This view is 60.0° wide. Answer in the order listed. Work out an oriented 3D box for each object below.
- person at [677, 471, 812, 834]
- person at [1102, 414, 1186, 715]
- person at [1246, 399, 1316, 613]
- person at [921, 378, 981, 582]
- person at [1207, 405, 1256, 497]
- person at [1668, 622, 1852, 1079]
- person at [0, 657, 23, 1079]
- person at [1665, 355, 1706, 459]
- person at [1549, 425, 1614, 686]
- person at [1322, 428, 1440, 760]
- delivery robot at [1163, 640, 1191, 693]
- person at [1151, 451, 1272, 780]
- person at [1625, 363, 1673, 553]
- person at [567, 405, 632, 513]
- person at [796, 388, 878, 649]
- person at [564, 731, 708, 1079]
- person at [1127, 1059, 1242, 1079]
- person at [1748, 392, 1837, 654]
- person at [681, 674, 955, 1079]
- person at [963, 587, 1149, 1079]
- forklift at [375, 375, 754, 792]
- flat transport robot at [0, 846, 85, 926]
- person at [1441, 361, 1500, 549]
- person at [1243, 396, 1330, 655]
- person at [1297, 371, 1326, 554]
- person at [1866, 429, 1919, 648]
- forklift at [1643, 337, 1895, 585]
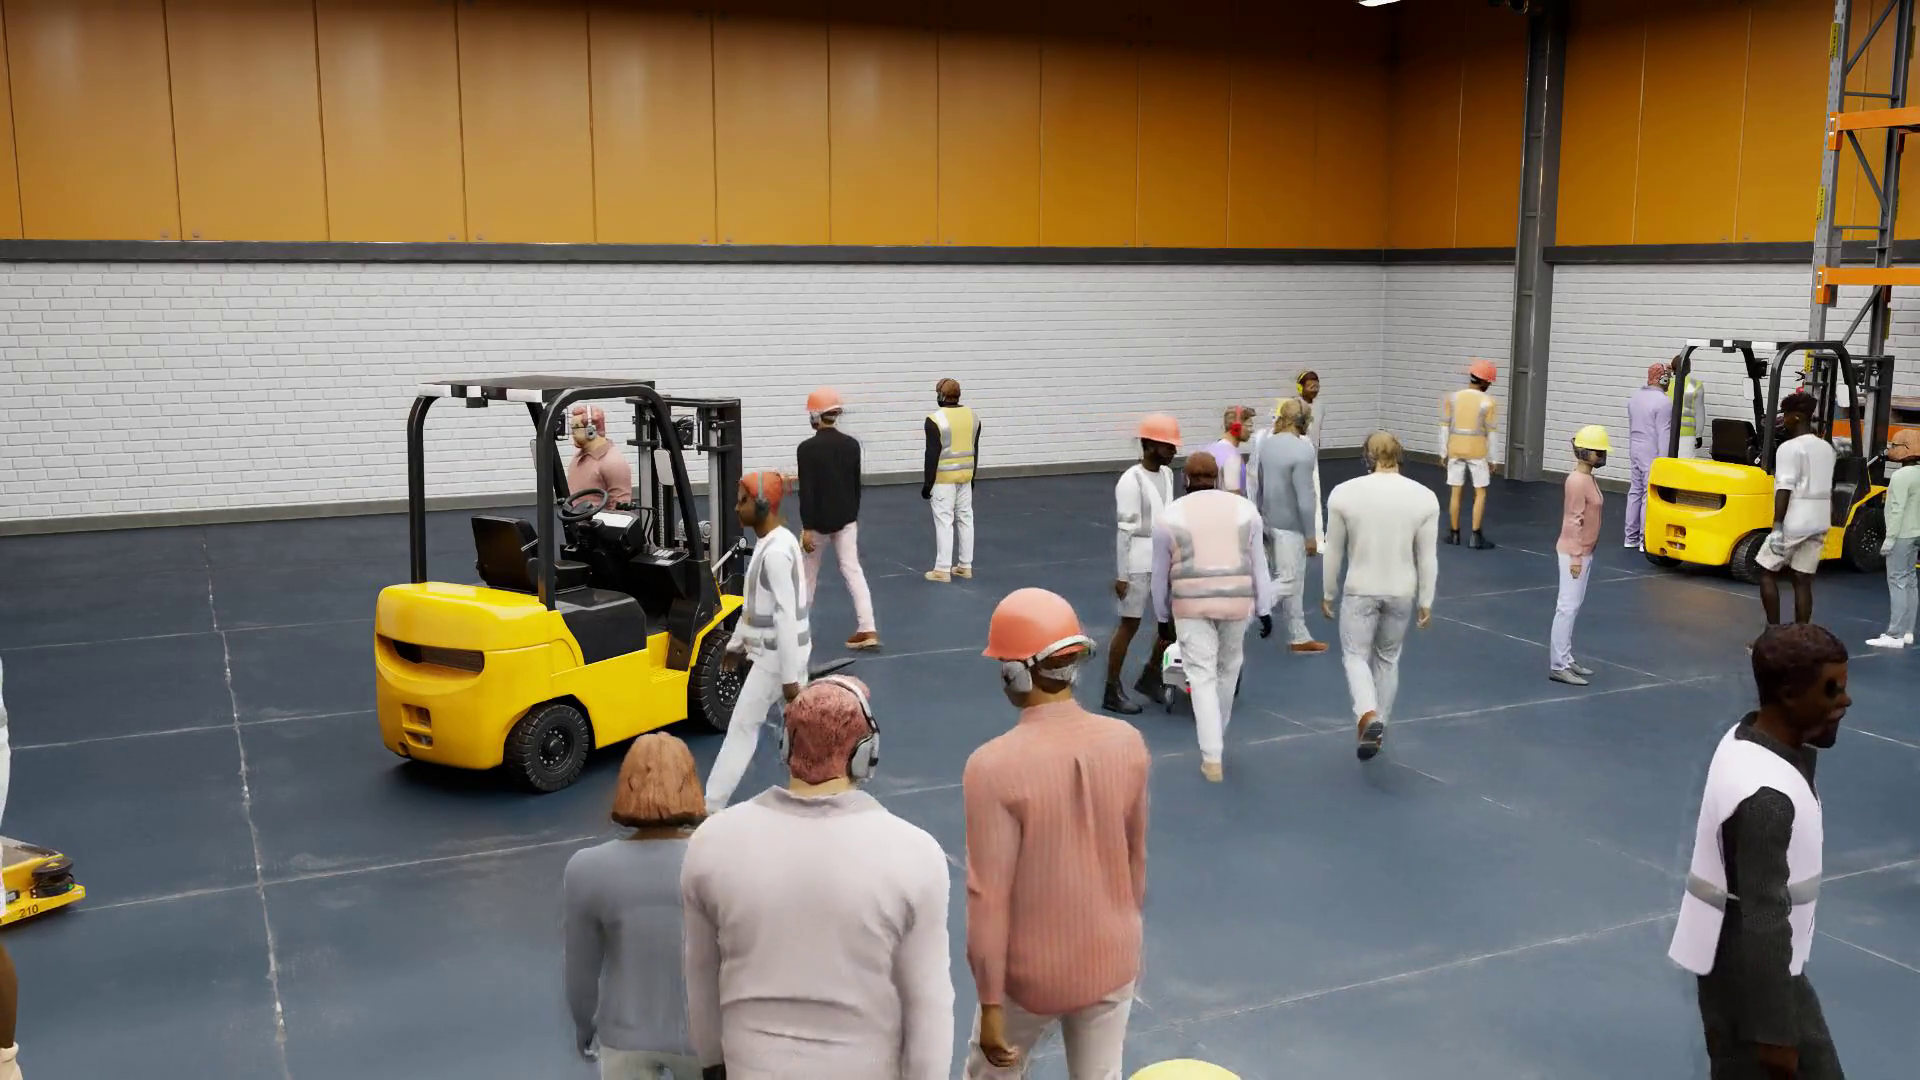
[{"bbox_3d":[-1.023,0.577,8.126,0.970,1.833,0.577,0,9,-1],"label":"person"},{"bbox_3d":[1.189,0.154,10.513,0.515,1.912,0.564,7,12,39],"label":"person"},{"bbox_3d":[2.554,-0.289,13.714,0.740,1.787,0.407,9,13,44],"label":"person"},{"bbox_3d":[-0.102,-0.544,15.078,0.619,1.845,0.430,-8,12,-41],"label":"person"},{"bbox_3d":[1.953,-0.093,12.342,0.471,1.817,0.645,-1,9,-3],"label":"person"},{"bbox_3d":[2.131,1.144,4.405,0.465,1.900,0.630,5,10,27],"label":"person"},{"bbox_3d":[-3.359,0.913,5.419,0.609,2.040,0.394,4,10,25],"label":"person"},{"bbox_3d":[8.367,-1.241,19.391,0.629,1.846,0.429,9,12,43],"label":"person"},{"bbox_3d":[4.245,0.096,11.345,0.328,1.765,0.532,5,10,28],"label":"person"},{"bbox_3d":[2.399,0.328,9.473,0.640,1.908,0.705,1,9,6],"label":"person"},{"bbox_3d":[1.533,0.745,10.747,0.477,0.478,0.707,2,9,17],"label":"delivery robot"},{"bbox_3d":[1.383,0.394,9.429,0.670,1.789,0.908,-1,9,-7],"label":"person"},{"bbox_3d":[6.921,-0.819,16.614,0.400,1.900,0.645,-1,9,-6],"label":"person"},{"bbox_3d":[-2.482,0.033,11.309,0.399,1.905,0.642,-7,12,-38],"label":"person"},{"bbox_3d":[-0.971,-0.165,12.412,0.636,1.944,1.050,-8,12,-42],"label":"person"},{"bbox_3d":[-0.772,1.285,4.402,0.518,1.609,0.649,0,9,0],"label":"person"},{"bbox_3d":[0.274,1.538,2.041,0.592,1.870,0.994,2,9,13],"label":"person"},{"bbox_3d":[6.061,-0.102,12.075,0.646,1.933,0.492,-4,10,-26],"label":"person"},{"bbox_3d":[-0.312,1.228,3.986,0.672,1.862,0.933,2,9,11],"label":"person"},{"bbox_3d":[0.254,1.109,4.414,0.653,1.967,0.519,-6,11,-31],"label":"person"},{"bbox_3d":[-2.268,0.149,9.685,1.214,2.155,2.313,6,11,32],"label":"forklift"},{"bbox_3d":[-4.627,1.480,7.378,1.431,0.197,0.652,5,11,29],"label":"flat transport robot"},{"bbox_3d":[5.177,-0.855,16.845,0.661,1.902,0.522,7,11,37],"label":"person"},{"bbox_3d":[2.291,-0.081,11.979,0.838,1.915,0.637,-2,9,-13],"label":"person"},{"bbox_3d":[3.432,-0.798,16.773,0.542,1.820,1.011,-3,10,-19],"label":"person"},{"bbox_3d":[7.024,-0.011,12.413,0.507,1.633,0.278,-8,12,-41],"label":"person"},{"bbox_3d":[7.551,-0.789,15.507,2.313,2.155,1.214,-4,10,-25],"label":"forklift"}]
